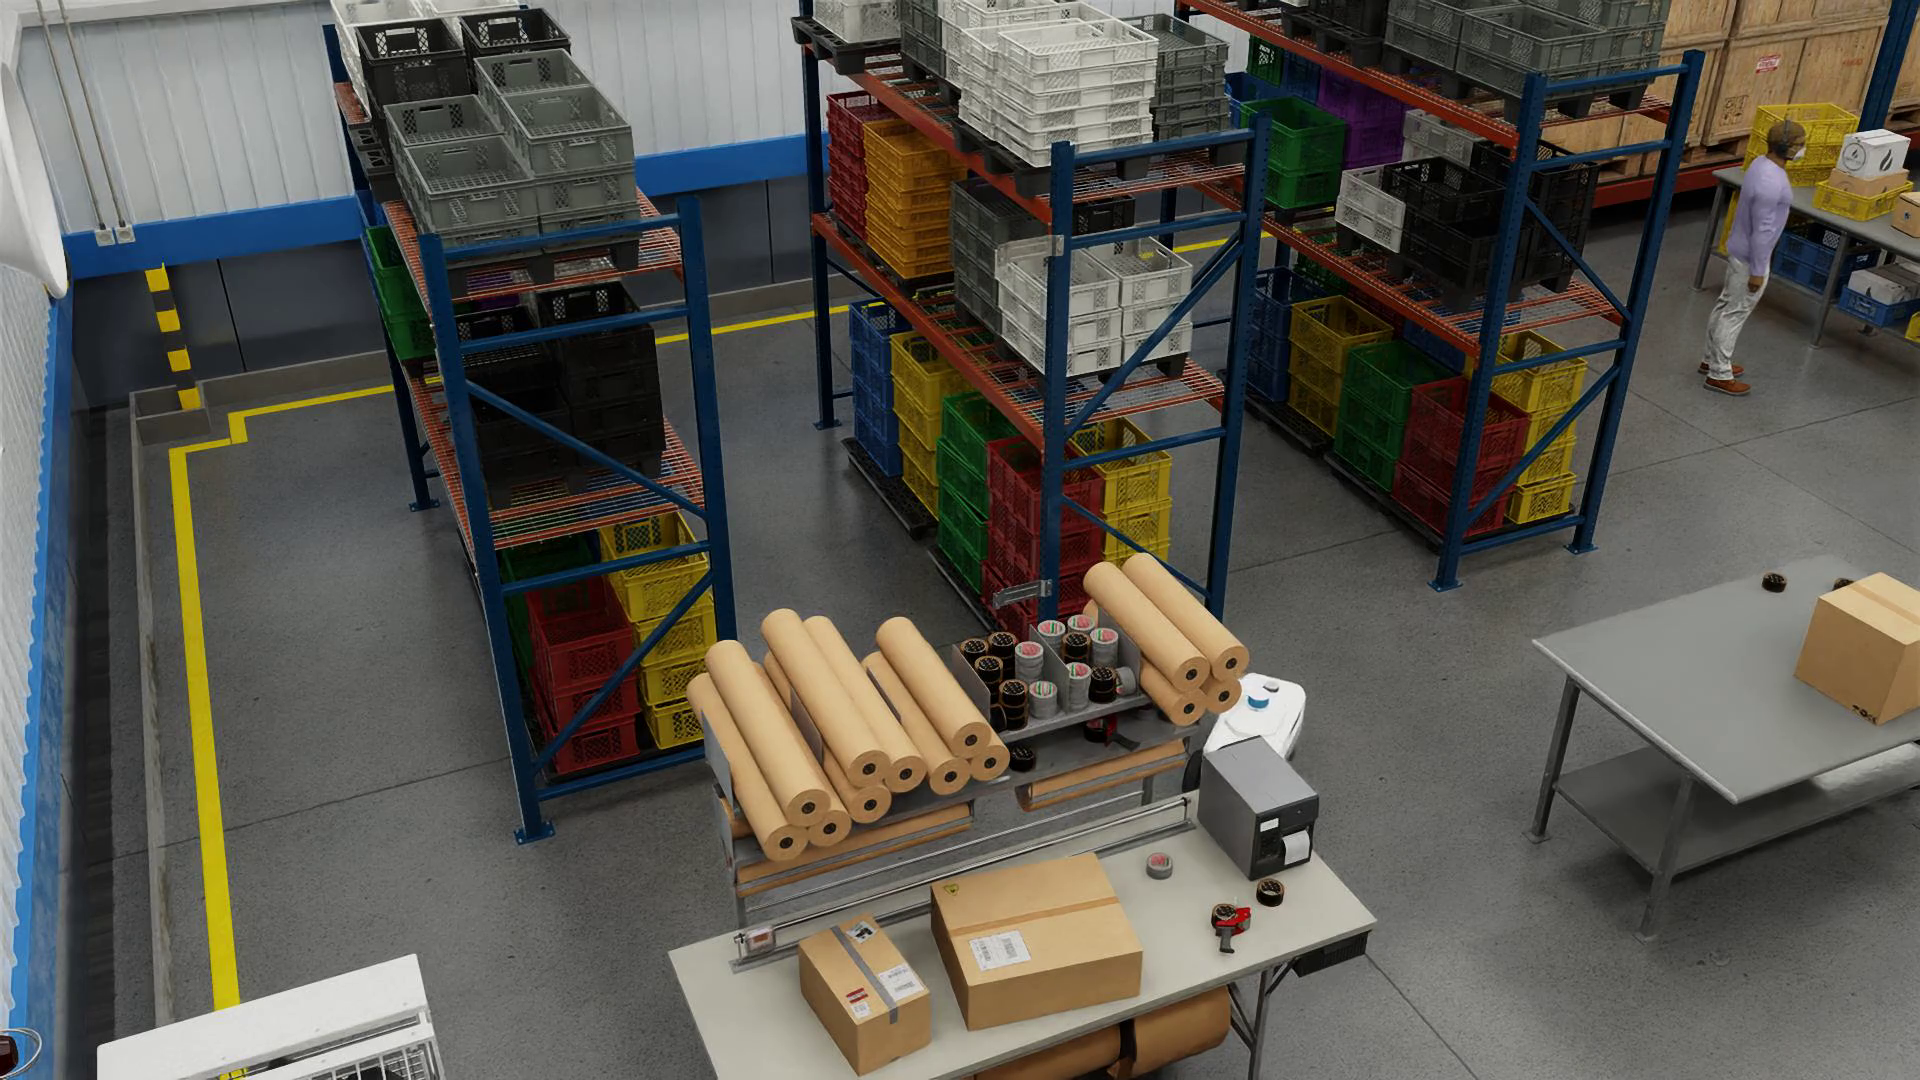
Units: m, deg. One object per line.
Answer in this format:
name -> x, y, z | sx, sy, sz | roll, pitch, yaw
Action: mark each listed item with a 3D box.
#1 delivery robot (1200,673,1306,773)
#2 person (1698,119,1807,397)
delivery robot -> 1.430, 0.937, 8.068 | 0.477, 0.478, 0.707 | 14, 34, 21
person -> 5.511, -1.968, 11.562 | 0.372, 1.940, 0.631 | 8, 33, 13
